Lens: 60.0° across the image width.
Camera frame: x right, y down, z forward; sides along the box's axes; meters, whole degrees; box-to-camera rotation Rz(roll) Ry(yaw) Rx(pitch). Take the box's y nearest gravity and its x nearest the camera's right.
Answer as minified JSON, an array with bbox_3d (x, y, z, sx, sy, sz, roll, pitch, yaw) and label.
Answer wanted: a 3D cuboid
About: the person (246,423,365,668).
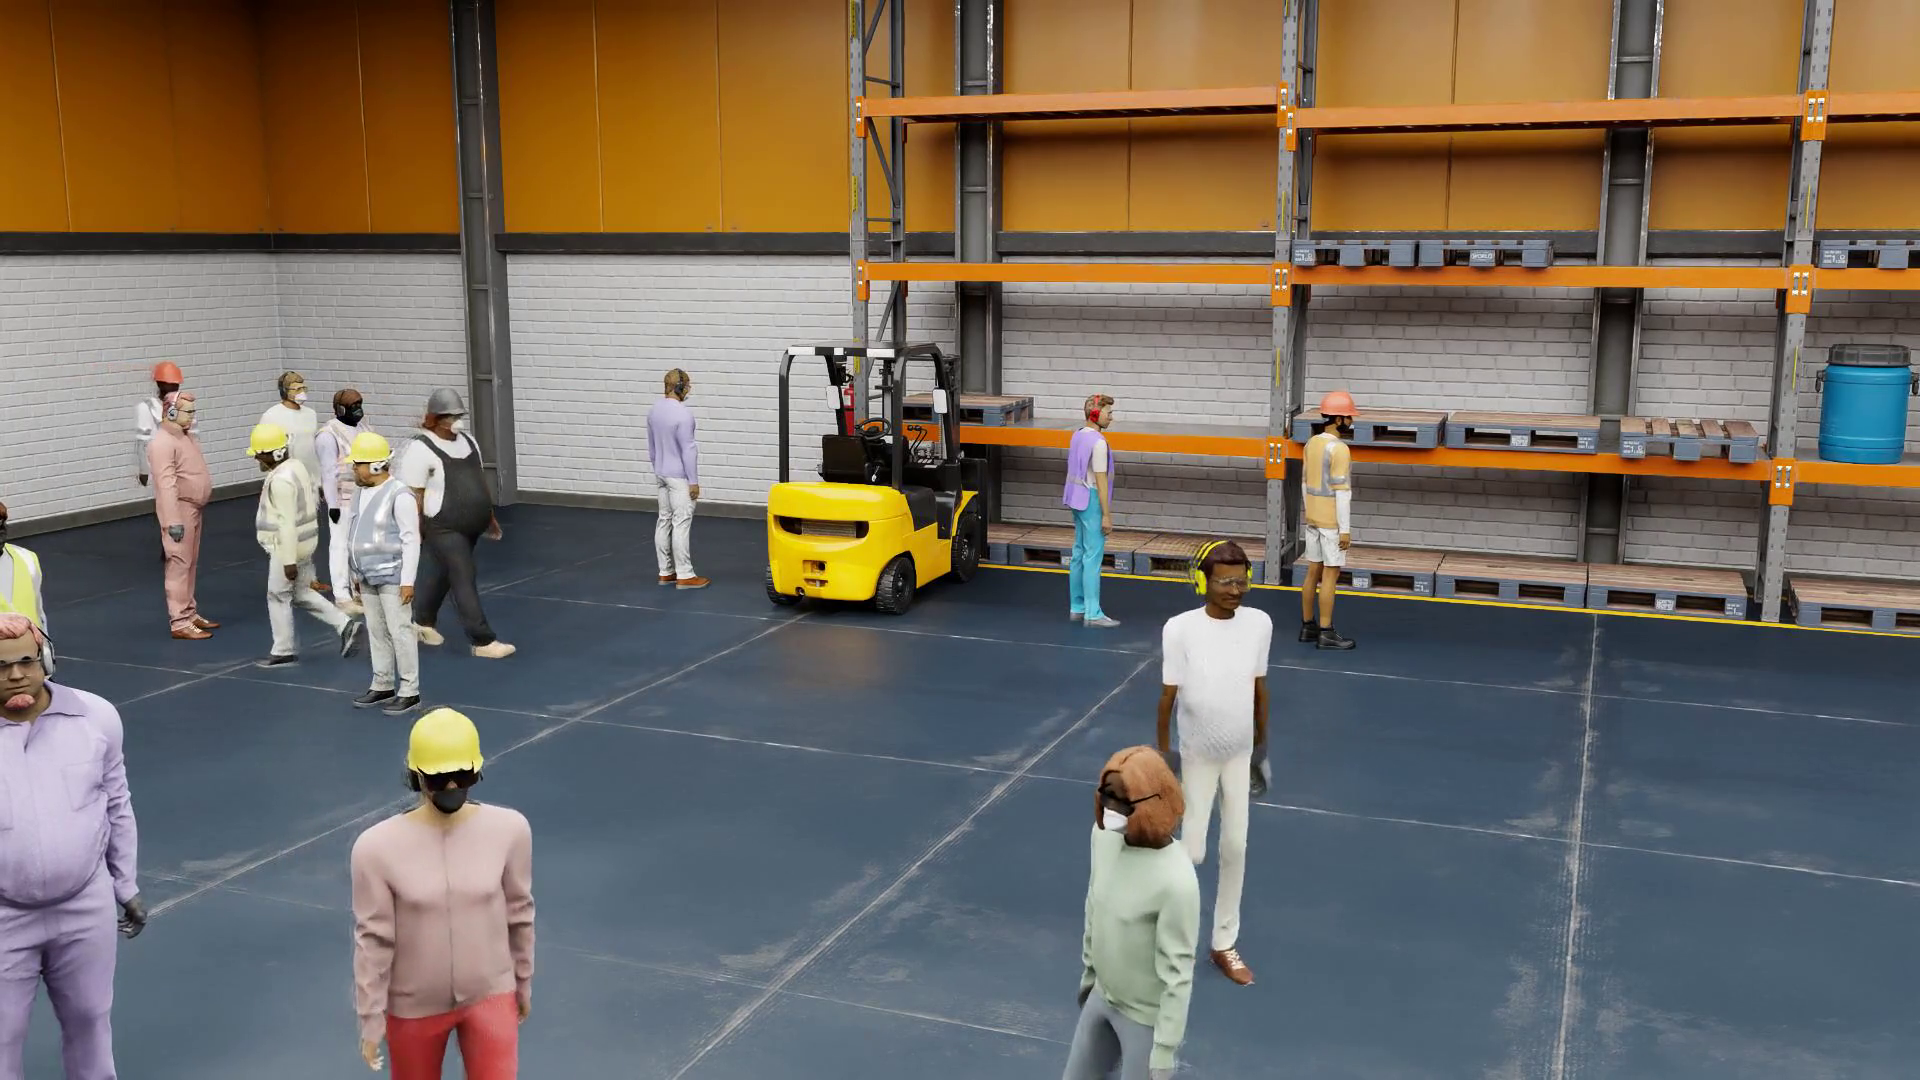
[{"bbox_3d":[-4.685,0.040,11.810,0.716,1.782,0.618,-2,10,-10],"label":"person"}]

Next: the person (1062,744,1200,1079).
[{"bbox_3d":[0.485,1.373,4.817,0.366,1.624,0.554,-5,11,-26],"label":"person"}]

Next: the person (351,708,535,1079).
[{"bbox_3d":[-1.503,1.308,4.874,0.527,1.740,0.788,-5,11,-27],"label":"person"}]

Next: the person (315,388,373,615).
[{"bbox_3d":[-4.992,-0.325,13.684,0.430,1.845,0.624,3,11,15],"label":"person"}]

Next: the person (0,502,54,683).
[{"bbox_3d":[-4.641,0.692,8.018,0.430,1.845,0.623,4,11,23],"label":"person"}]

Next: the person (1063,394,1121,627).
[{"bbox_3d":[1.025,-0.231,13.169,0.393,1.839,0.563,-3,11,-18],"label":"person"}]

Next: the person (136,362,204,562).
[{"bbox_3d":[-7.387,-0.710,15.624,0.557,1.915,0.558,5,11,24],"label":"person"}]

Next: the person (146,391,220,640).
[{"bbox_3d":[-5.962,-0.194,12.792,0.408,1.903,0.638,-2,10,-13],"label":"person"}]

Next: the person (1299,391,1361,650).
[{"bbox_3d":[2.781,-0.150,12.447,0.372,1.934,0.551,-3,11,-17],"label":"person"}]

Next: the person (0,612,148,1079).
[{"bbox_3d":[-2.903,1.160,5.233,0.655,1.906,0.407,-10,14,-44],"label":"person"}]

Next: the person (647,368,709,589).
[{"bbox_3d":[-2.493,-0.537,14.613,0.370,1.934,0.627,-9,14,-42],"label":"person"}]

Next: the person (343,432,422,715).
[{"bbox_3d":[-3.726,0.214,10.714,0.600,1.827,0.403,8,13,36],"label":"person"}]

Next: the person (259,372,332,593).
[{"bbox_3d":[-5.668,-0.469,14.218,0.372,1.940,0.627,3,11,17],"label":"person"}]

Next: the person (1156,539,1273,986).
[{"bbox_3d":[1.038,0.884,6.963,0.526,1.847,0.634,-4,11,-20],"label":"person"}]

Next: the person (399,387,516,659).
[{"bbox_3d":[-3.768,-0.174,12.287,1.053,2.000,0.685,3,11,19],"label":"person"}]

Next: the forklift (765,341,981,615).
[{"bbox_3d":[-0.739,-0.602,14.246,1.214,2.155,2.313,4,11,21],"label":"forklift"}]
